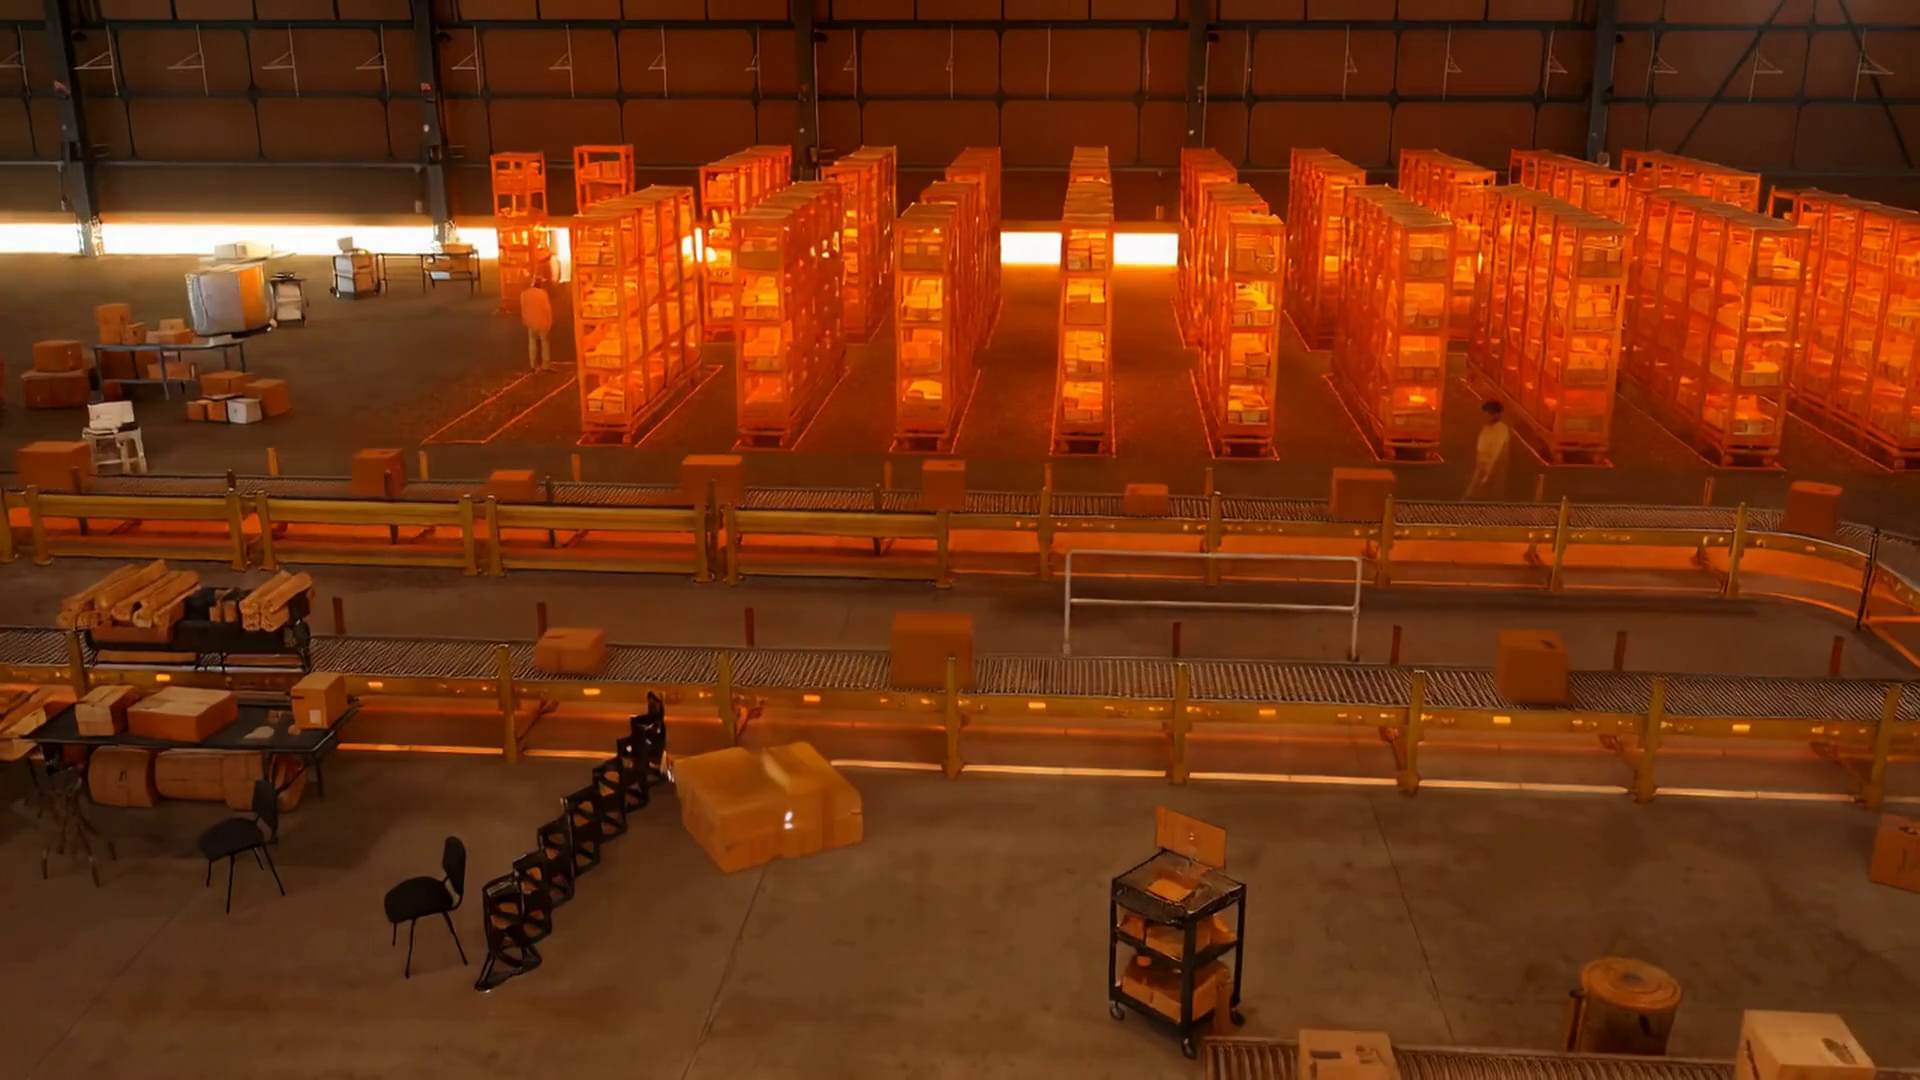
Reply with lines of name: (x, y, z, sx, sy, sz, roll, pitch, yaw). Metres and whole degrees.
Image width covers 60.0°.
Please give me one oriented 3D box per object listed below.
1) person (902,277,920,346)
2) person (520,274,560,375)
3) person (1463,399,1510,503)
person: (-0.959, -4.935, 33.951, 0.378, 1.996, 0.611, 15, 23, 39)
person: (-7.934, -4.051, 31.348, 0.673, 1.909, 0.560, 5, 18, 15)
person: (6.843, -0.957, 21.672, 0.924, 1.781, 0.592, -2, 18, -5)
